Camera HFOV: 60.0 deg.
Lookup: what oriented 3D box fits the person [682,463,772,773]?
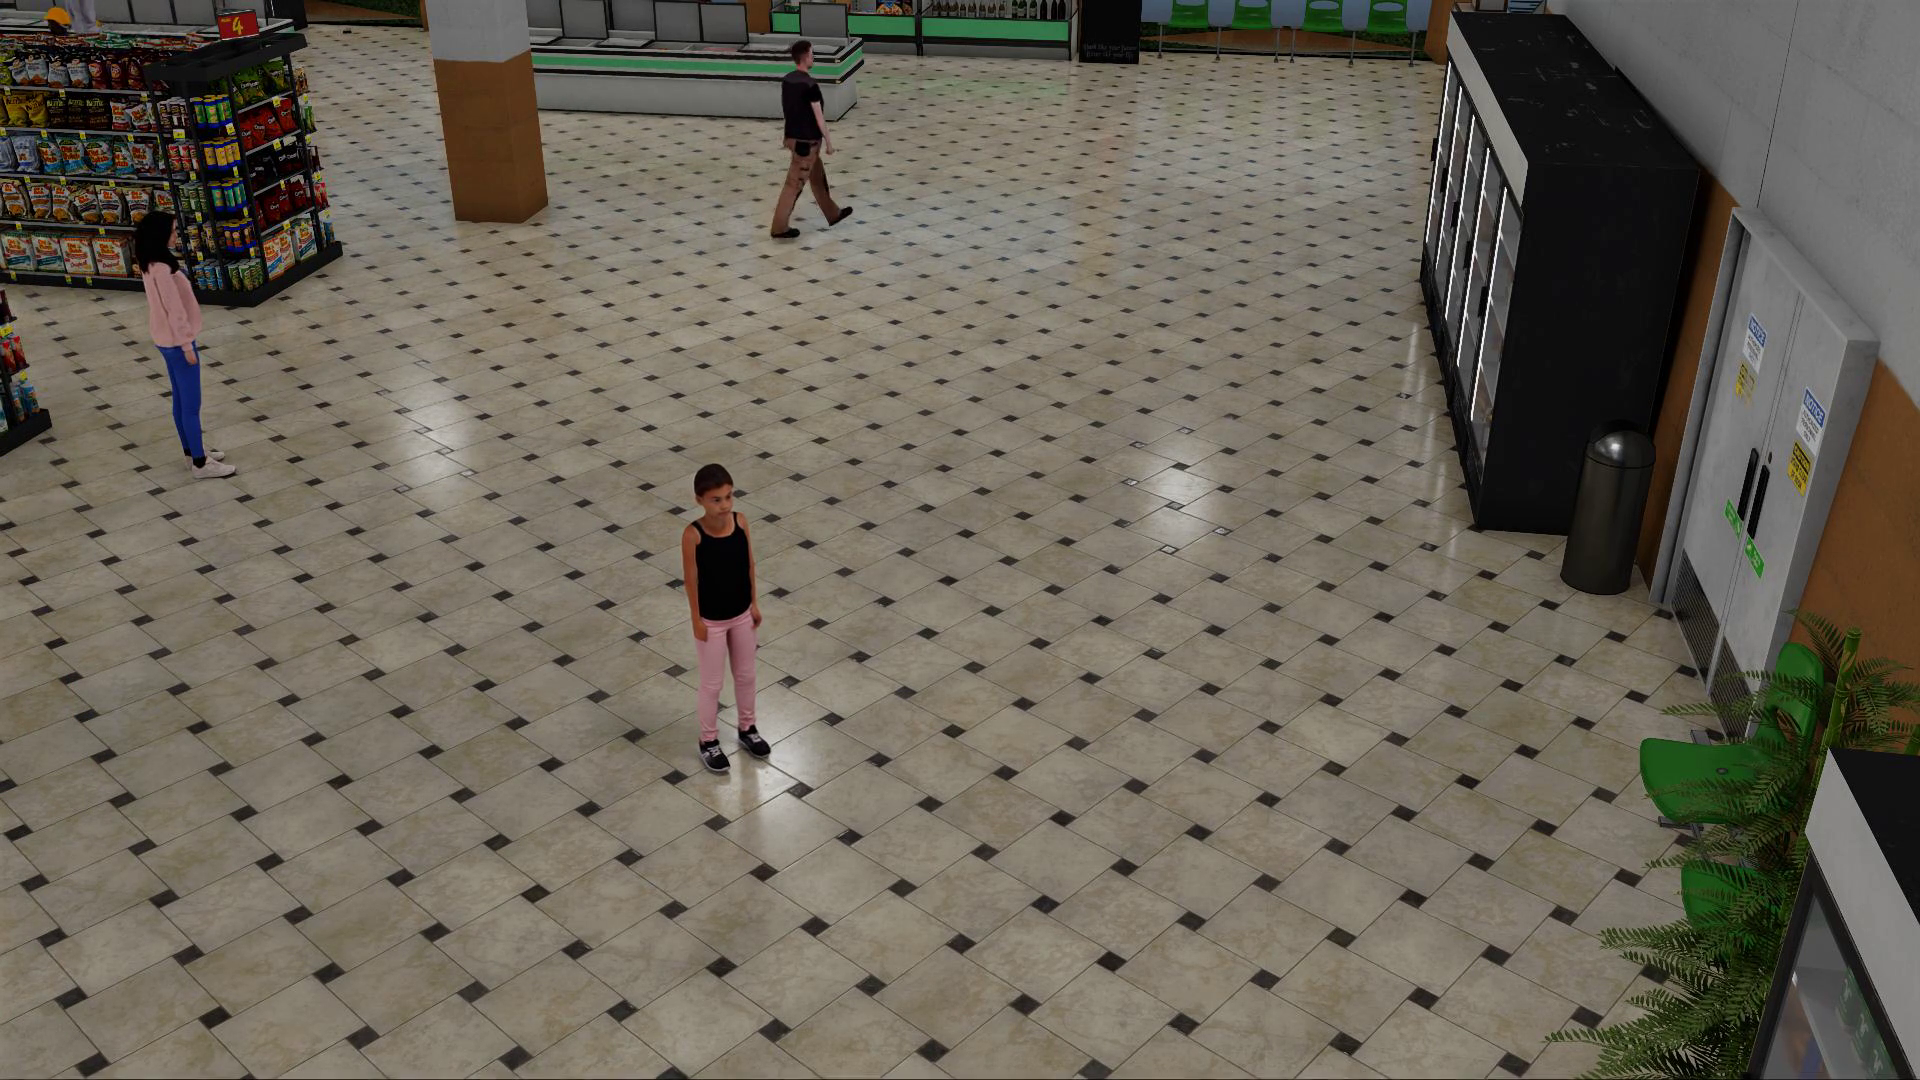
[{"bbox_3d":[-1.113,0.351,7.818,0.595,1.563,0.651,-19,32,-33],"label":"person"}]

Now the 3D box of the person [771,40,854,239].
[{"bbox_3d":[-1.541,-3.690,15.537,1.273,1.787,1.198,-17,31,-29],"label":"person"}]

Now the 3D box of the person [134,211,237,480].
[{"bbox_3d":[-5.078,-1.260,10.771,0.770,1.765,0.717,-16,31,-29],"label":"person"}]
